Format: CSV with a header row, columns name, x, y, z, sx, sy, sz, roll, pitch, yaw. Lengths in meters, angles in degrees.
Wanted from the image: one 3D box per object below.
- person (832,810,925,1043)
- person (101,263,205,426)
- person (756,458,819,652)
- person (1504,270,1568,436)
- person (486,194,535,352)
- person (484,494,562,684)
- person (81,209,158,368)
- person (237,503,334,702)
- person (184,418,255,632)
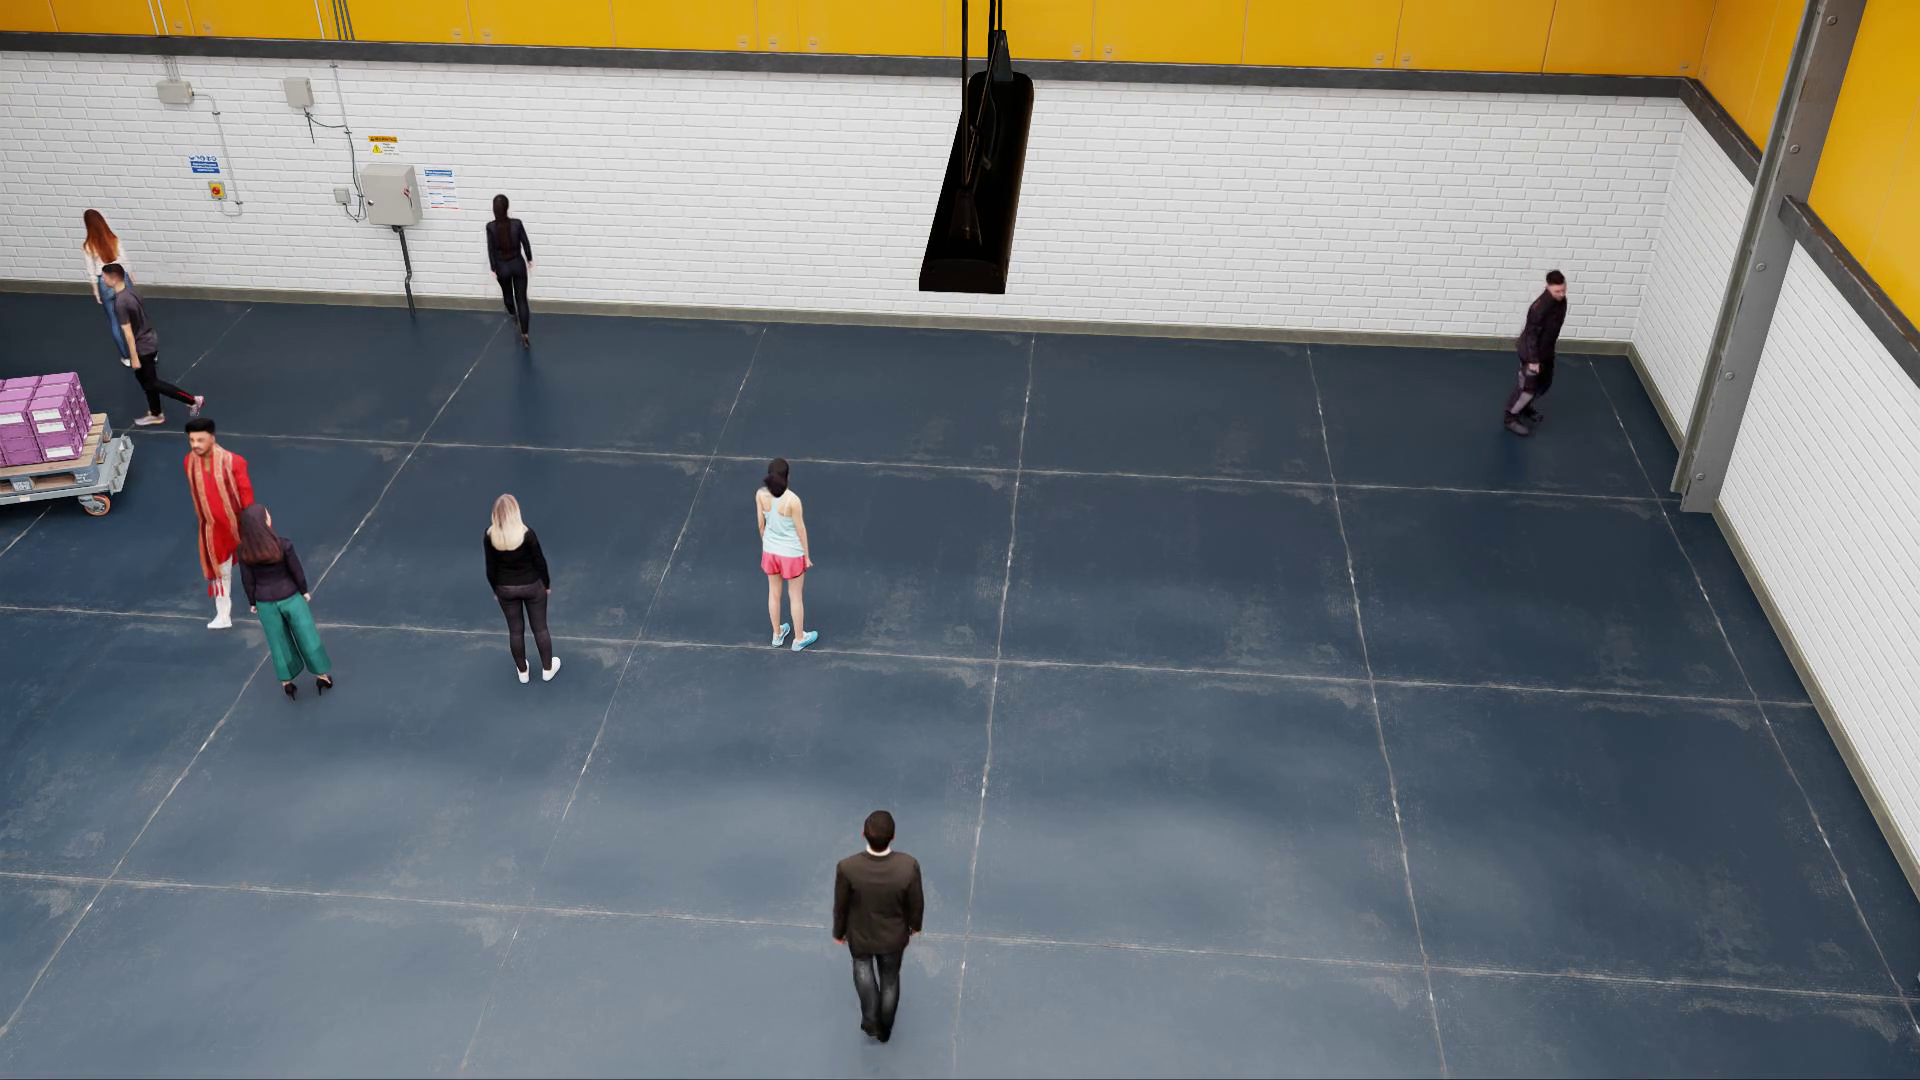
name,x,y,z,sx,sy,sz,roll,pitch,yaw
person,-0.483,2.358,9.847,0.752,1.790,0.709,-3,34,-4
person,-7.922,-1.891,16.279,0.916,1.746,0.989,-9,35,-13
person,-1.402,0.103,13.262,0.663,1.765,0.687,14,36,21
person,5.587,-1.858,16.176,0.959,1.805,0.836,16,37,22
person,-4.775,-2.832,17.765,0.781,1.669,1.079,-7,34,-11
person,-3.415,0.383,12.913,0.647,1.686,0.578,-2,34,-4
person,-8.850,-2.647,17.435,0.645,1.726,0.676,-19,38,-26
person,-5.190,0.481,12.716,0.692,1.739,0.622,-6,34,-9
person,-5.970,-0.238,13.716,0.722,1.831,1.185,2,34,2
